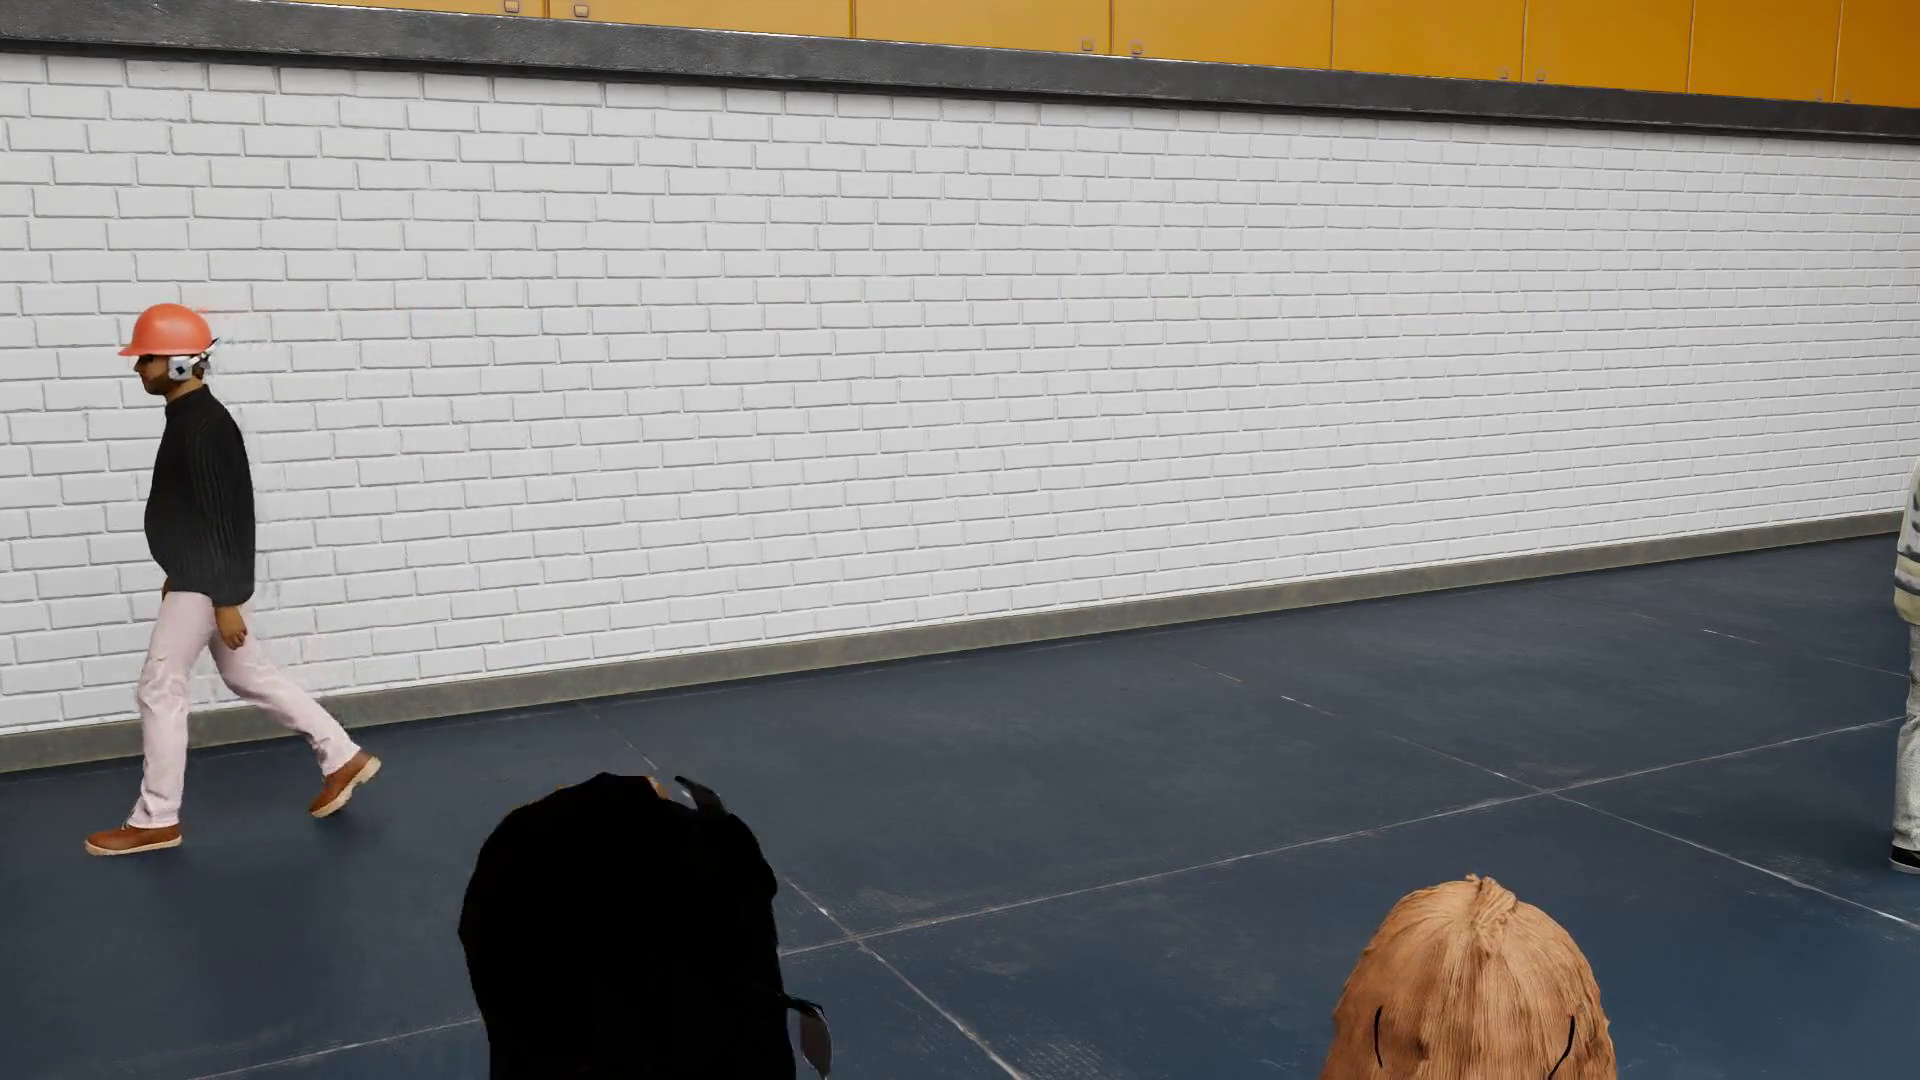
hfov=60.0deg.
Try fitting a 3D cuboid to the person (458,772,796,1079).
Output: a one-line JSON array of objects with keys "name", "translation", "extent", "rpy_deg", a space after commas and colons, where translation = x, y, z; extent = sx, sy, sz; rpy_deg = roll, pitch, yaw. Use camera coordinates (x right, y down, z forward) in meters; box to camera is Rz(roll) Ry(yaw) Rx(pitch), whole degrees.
[{"name": "person", "translation": [-0.194, 1.038, 1.118], "extent": [0.806, 1.811, 0.551], "rpy_deg": [5, 11, 29]}]

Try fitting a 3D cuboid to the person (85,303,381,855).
[{"name": "person", "translation": [-2.642, 0.124, 5.993], "extent": [0.956, 1.960, 0.616], "rpy_deg": [-4, 10, -20]}]

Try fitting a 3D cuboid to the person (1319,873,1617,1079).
[{"name": "person", "translation": [0.402, 1.075, 1.418], "extent": [0.501, 1.636, 0.280], "rpy_deg": [8, 12, 37]}]

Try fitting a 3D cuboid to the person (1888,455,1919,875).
[{"name": "person", "translation": [3.408, 0.244, 5.662], "extent": [0.403, 1.826, 0.592], "rpy_deg": [8, 13, 38]}]
